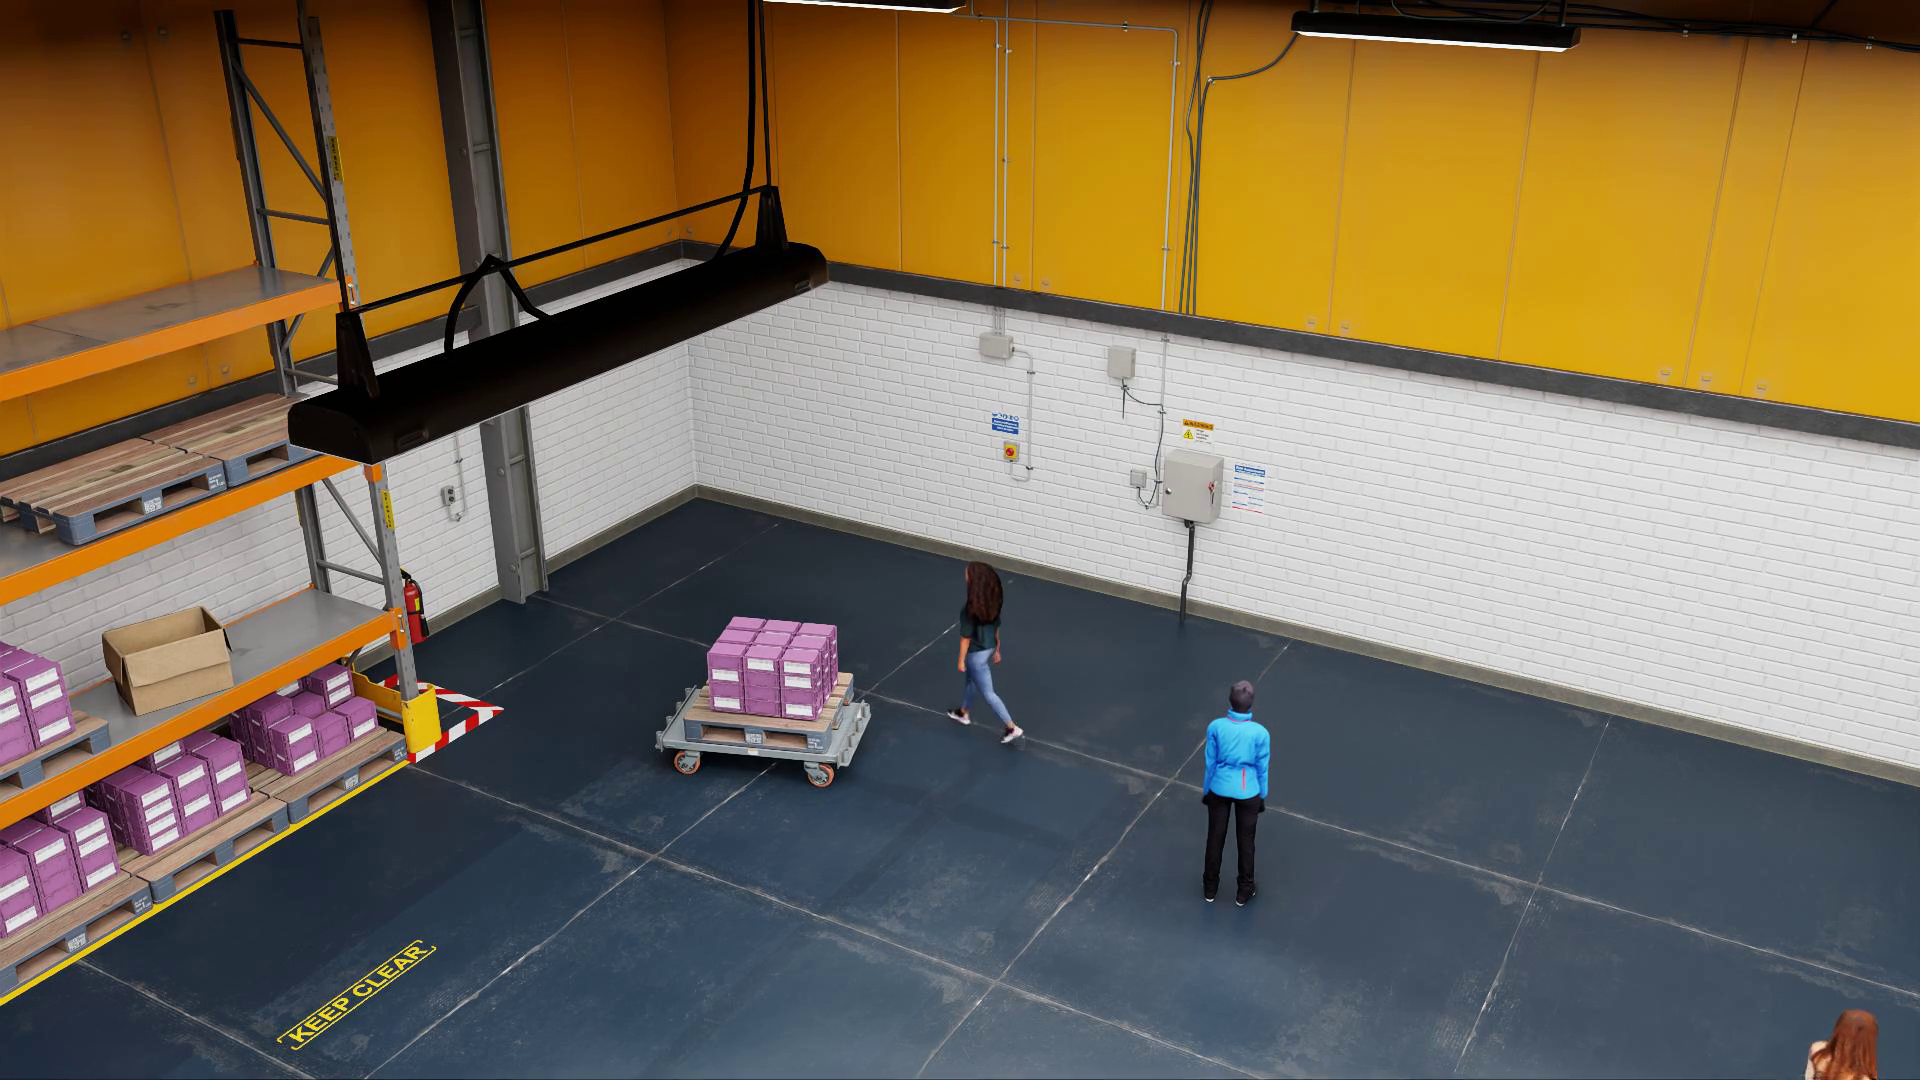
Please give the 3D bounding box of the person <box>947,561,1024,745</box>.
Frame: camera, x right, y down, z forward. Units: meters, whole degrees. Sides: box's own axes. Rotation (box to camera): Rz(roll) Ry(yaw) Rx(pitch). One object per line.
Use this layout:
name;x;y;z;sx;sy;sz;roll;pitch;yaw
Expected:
person;0.233;0.981;14.098;0.773;1.582;1.068;17;29;34

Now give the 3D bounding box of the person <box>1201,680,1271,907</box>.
person;1.963;1.812;11.930;0.669;1.794;0.624;6;24;13

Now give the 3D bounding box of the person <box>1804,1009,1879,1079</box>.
person;4.512;3.219;8.819;0.922;1.710;0.851;-7;25;-16
